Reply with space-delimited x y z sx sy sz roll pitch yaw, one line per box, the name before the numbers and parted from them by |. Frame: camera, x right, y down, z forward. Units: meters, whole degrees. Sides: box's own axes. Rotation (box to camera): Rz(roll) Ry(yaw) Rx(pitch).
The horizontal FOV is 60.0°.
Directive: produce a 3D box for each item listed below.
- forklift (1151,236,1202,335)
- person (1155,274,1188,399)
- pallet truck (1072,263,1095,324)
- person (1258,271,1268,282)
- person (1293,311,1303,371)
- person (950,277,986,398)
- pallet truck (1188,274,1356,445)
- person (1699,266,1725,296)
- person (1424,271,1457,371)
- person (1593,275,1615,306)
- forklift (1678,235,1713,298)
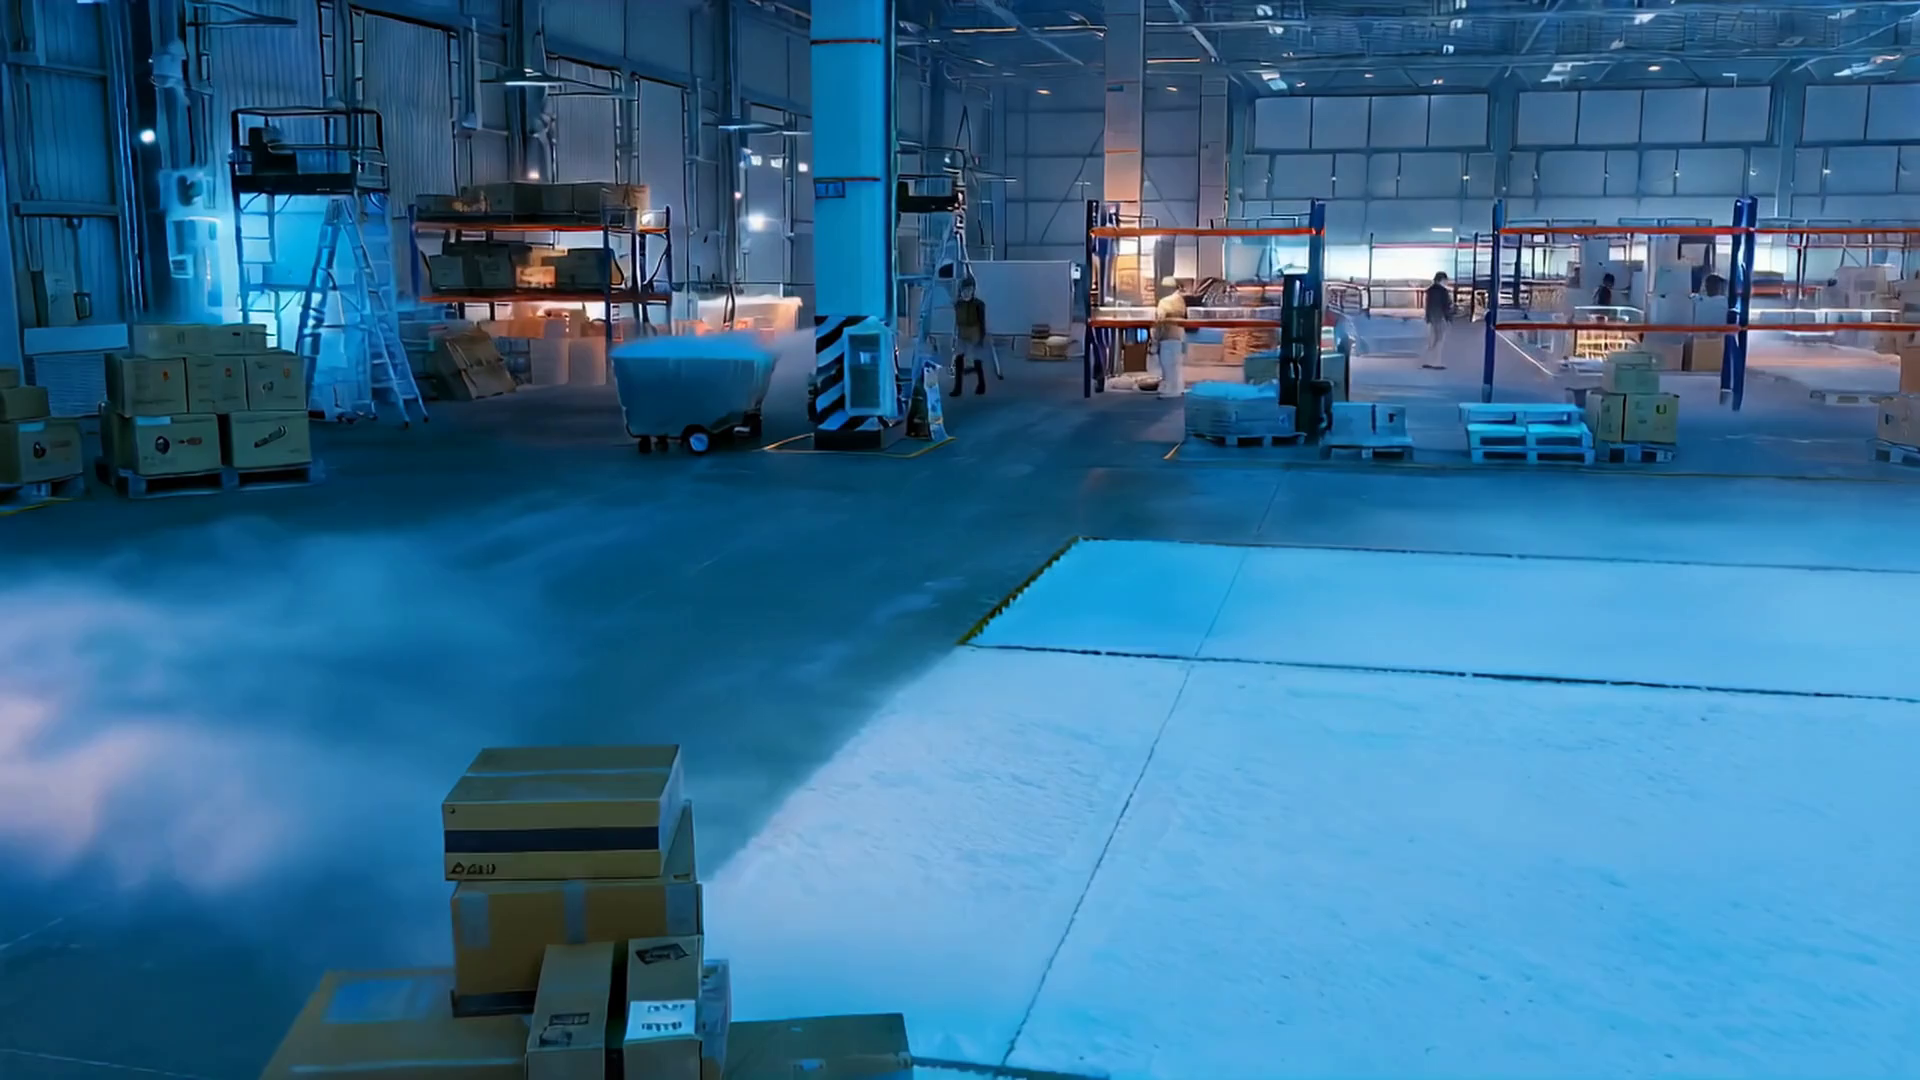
forklift | 5.866 -7.214 46.878 1.873 2.768 1.129 2 10 14
person | 3.254 -3.136 25.696 0.585 1.918 0.378 -9 13 -43
pallet truck | 4.325 -8.180 55.162 0.823 1.965 1.885 6 11 31
person | 10.881 -8.759 59.443 0.540 1.699 0.315 -6 11 -31
person | 6.624 -4.100 31.921 0.321 1.736 0.488 6 11 31
person | 0.160 -3.158 25.978 0.571 1.872 1.044 4 11 24
pallet truck | 3.653 -2.138 19.590 1.885 1.965 0.823 -4 10 -20
person | 21.452 -6.834 47.467 0.655 1.914 0.803 4 10 23
person | 9.231 -4.195 31.952 0.513 1.913 0.659 -2 10 -10
person | 13.211 -4.537 34.249 0.506 1.829 0.624 2 10 13
forklift | 21.434 -7.519 48.676 1.129 2.768 1.873 5 11 29
